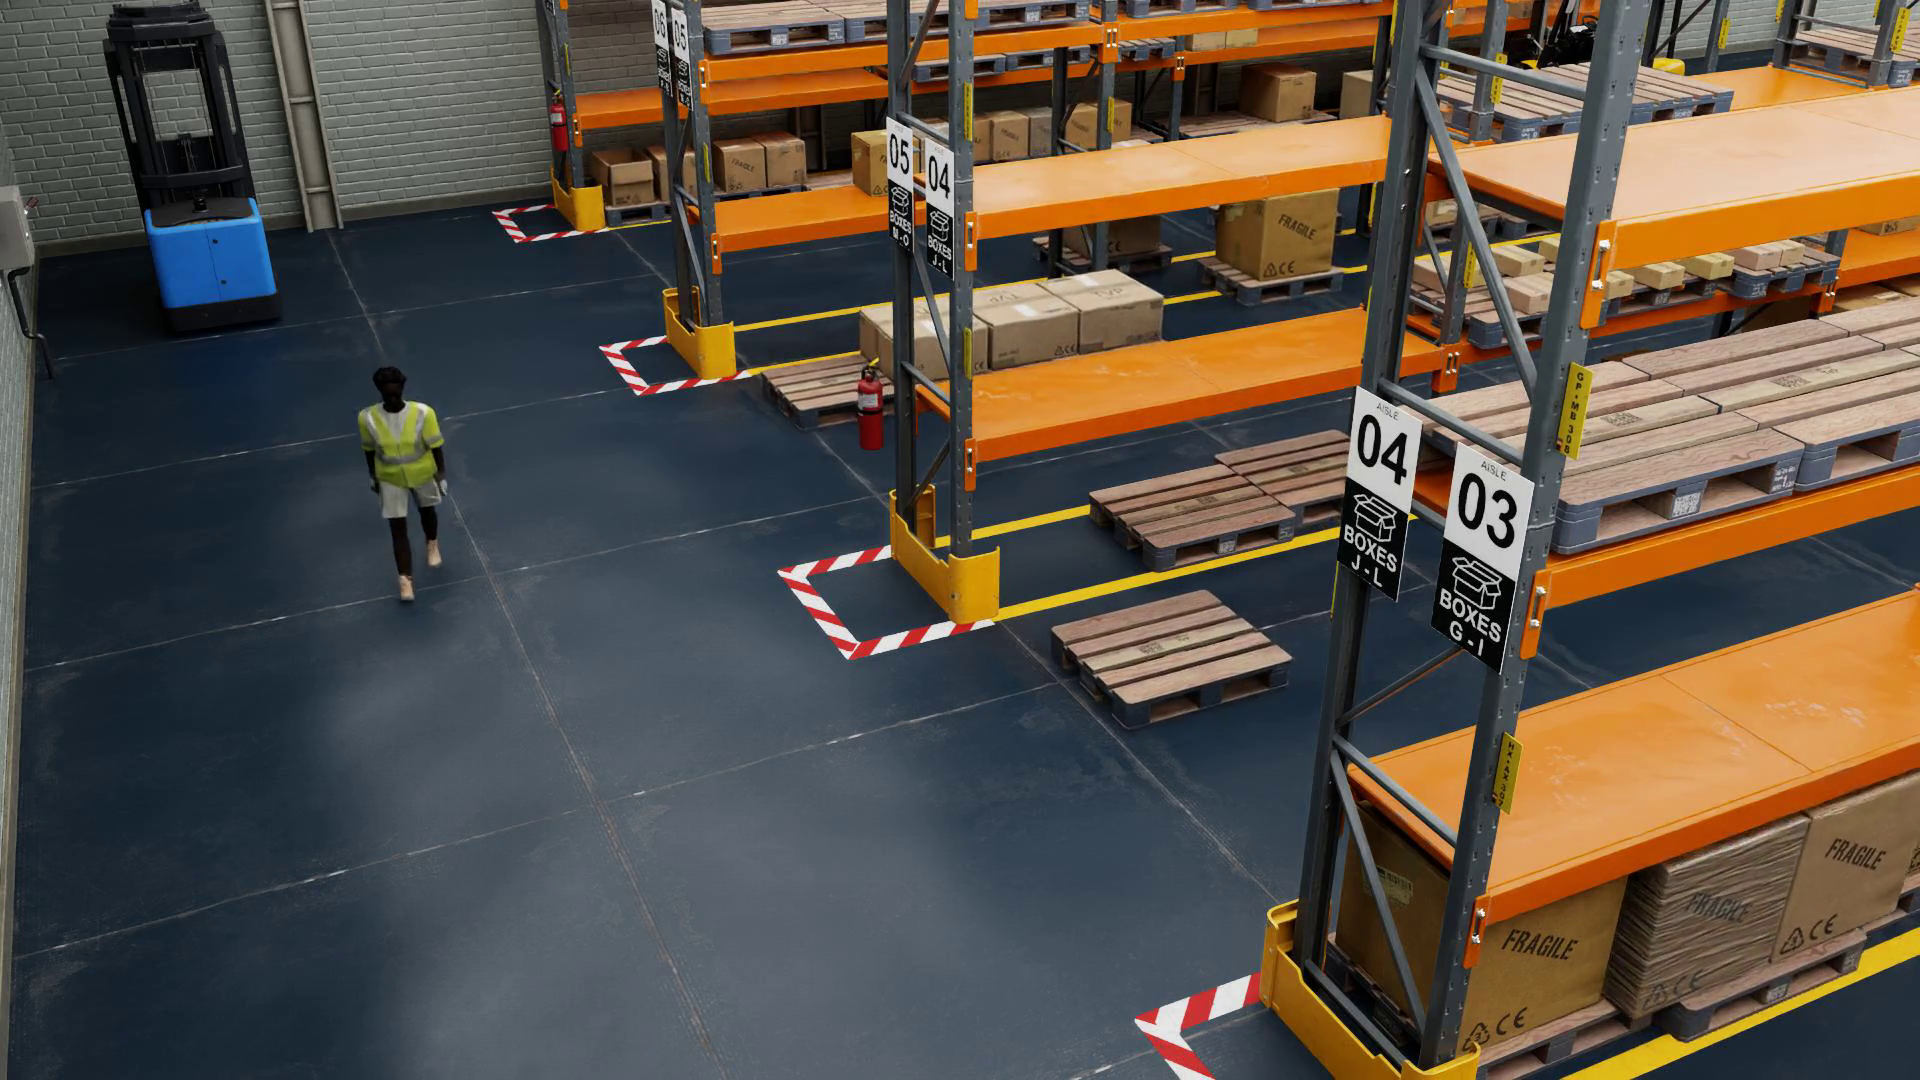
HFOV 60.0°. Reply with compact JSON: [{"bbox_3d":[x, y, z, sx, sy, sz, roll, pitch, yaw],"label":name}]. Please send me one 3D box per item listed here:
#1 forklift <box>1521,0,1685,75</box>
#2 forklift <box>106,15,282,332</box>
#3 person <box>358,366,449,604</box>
[{"bbox_3d":[8.950,-6.807,23.056,1.214,2.155,2.313,-12,30,-22],"label":"forklift"},{"bbox_3d":[-7.548,-3.672,16.323,1.129,2.768,1.873,-12,30,-22],"label":"forklift"},{"bbox_3d":[-3.789,-0.424,11.412,0.545,1.642,0.896,-7,28,-14],"label":"person"}]
